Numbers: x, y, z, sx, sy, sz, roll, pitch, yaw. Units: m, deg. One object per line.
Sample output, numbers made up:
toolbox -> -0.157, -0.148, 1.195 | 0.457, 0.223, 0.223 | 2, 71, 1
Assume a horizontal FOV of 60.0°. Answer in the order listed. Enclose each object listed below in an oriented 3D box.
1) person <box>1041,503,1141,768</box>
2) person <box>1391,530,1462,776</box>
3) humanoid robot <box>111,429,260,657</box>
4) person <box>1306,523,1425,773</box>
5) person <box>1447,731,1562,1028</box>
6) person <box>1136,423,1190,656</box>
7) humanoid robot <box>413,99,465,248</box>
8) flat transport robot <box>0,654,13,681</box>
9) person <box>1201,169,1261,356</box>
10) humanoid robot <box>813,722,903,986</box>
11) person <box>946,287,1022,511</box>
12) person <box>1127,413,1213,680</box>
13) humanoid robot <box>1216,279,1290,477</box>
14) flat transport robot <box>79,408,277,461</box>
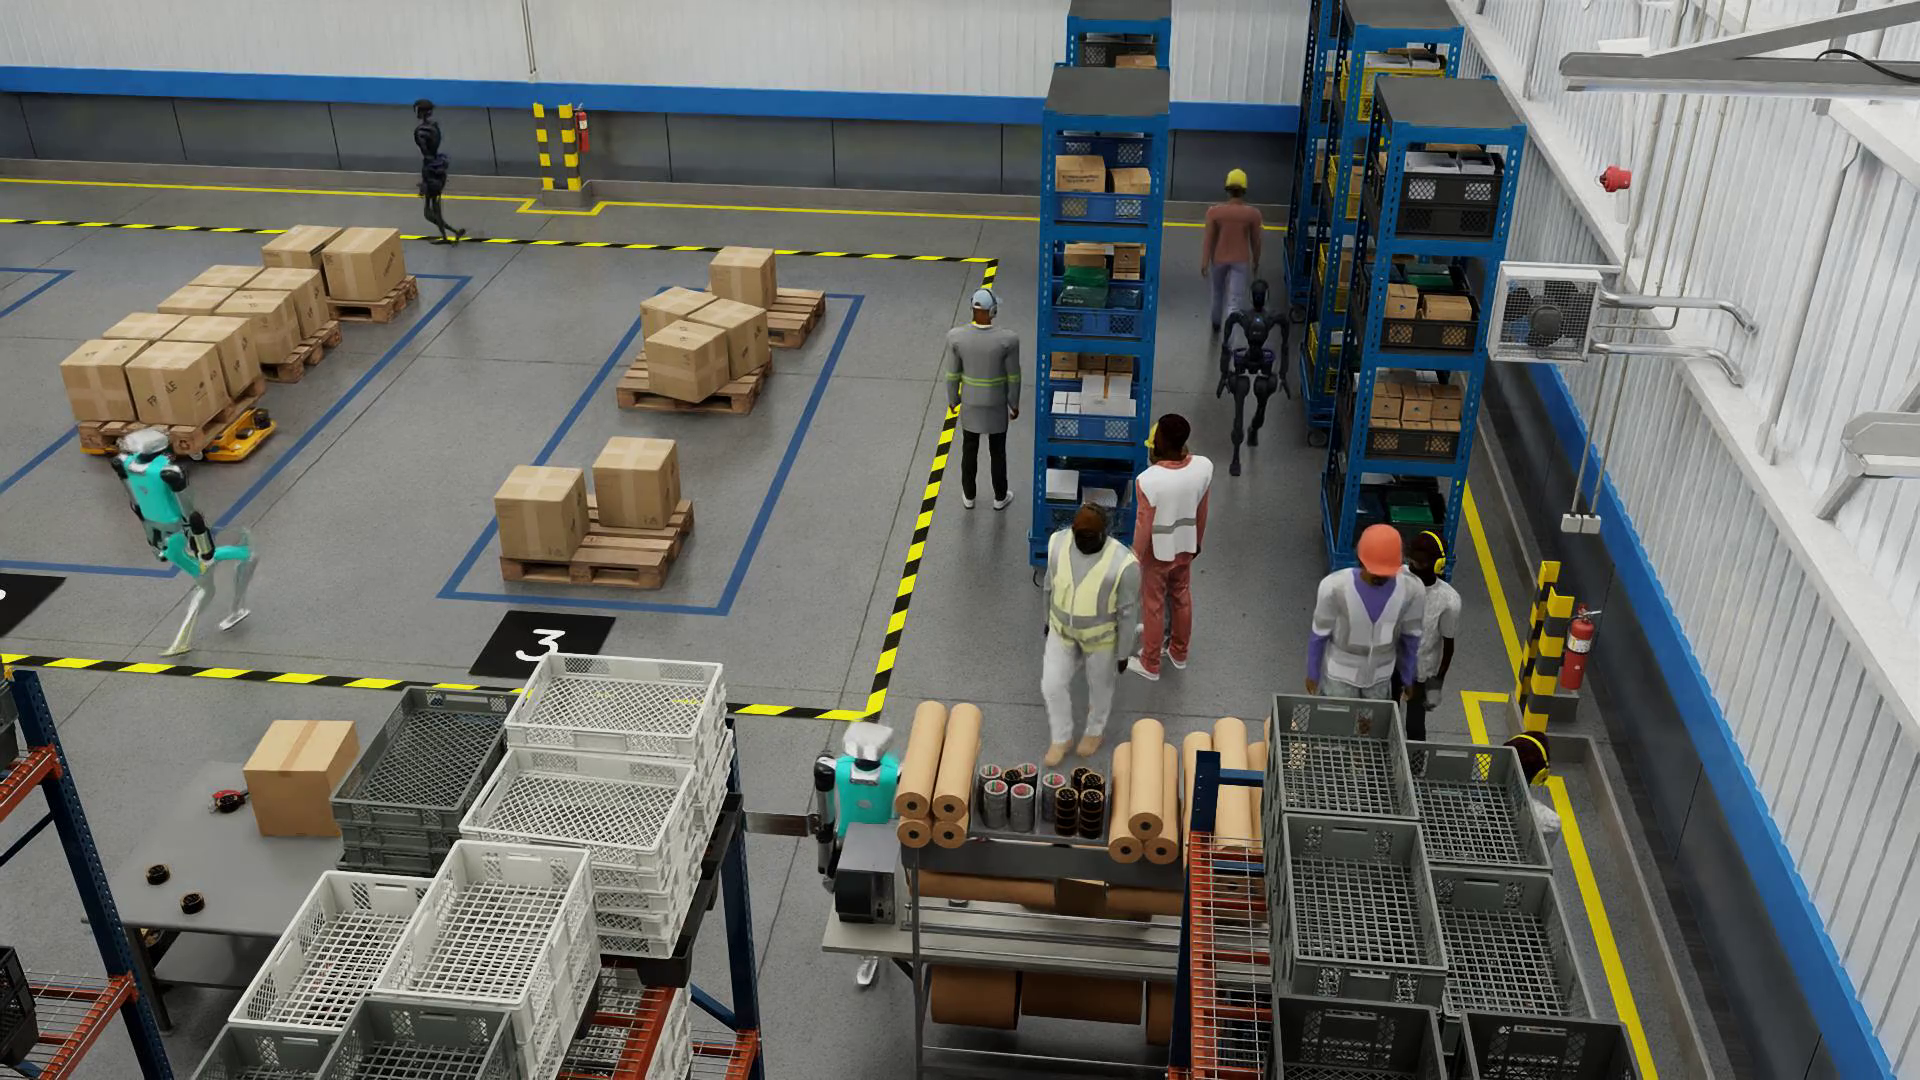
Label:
person -> 0.745, 0.603, 10.090 | 0.649, 1.820, 0.654 | 15, 33, 24
person -> 2.623, 0.763, 9.771 | 0.329, 1.872, 0.505 | -22, 36, -32
humanoid robot -> -5.176, -0.042, 11.276 | 0.537, 1.732, 0.983 | 11, 32, 18
person -> 2.319, 0.768, 9.622 | 0.615, 2.026, 0.466 | -1, 30, -1
person -> 2.629, 1.709, 8.147 | 0.533, 1.869, 0.315 | 21, 36, 32
person -> 1.360, -0.007, 11.224 | 0.308, 1.737, 0.483 | 2, 30, 4
humanoid robot -> -5.714, -4.002, 18.143 | 0.430, 1.643, 0.590 | -2, 30, -3
flat transport robot -> -7.142, 0.969, 11.010 | 1.431, 0.231, 0.659 | 3, 30, 6
person -> 2.578, -2.674, 15.823 | 0.545, 1.709, 0.940 | 5, 31, 8
humanoid robot -> -0.432, 1.615, 8.538 | 0.549, 1.889, 0.739 | 3, 30, 6
person -> 0.193, -1.099, 12.991 | 0.587, 1.848, 0.396 | 5, 31, 9
person -> 1.367, 0.051, 10.944 | 0.596, 1.919, 0.380 | -18, 35, -28
humanoid robot -> 2.426, -1.393, 13.717 | 0.600, 1.653, 0.742 | 3, 30, 5
flat transport robot -> -6.708, -0.943, 14.266 | 1.431, 0.197, 0.652 | 3, 30, 6
